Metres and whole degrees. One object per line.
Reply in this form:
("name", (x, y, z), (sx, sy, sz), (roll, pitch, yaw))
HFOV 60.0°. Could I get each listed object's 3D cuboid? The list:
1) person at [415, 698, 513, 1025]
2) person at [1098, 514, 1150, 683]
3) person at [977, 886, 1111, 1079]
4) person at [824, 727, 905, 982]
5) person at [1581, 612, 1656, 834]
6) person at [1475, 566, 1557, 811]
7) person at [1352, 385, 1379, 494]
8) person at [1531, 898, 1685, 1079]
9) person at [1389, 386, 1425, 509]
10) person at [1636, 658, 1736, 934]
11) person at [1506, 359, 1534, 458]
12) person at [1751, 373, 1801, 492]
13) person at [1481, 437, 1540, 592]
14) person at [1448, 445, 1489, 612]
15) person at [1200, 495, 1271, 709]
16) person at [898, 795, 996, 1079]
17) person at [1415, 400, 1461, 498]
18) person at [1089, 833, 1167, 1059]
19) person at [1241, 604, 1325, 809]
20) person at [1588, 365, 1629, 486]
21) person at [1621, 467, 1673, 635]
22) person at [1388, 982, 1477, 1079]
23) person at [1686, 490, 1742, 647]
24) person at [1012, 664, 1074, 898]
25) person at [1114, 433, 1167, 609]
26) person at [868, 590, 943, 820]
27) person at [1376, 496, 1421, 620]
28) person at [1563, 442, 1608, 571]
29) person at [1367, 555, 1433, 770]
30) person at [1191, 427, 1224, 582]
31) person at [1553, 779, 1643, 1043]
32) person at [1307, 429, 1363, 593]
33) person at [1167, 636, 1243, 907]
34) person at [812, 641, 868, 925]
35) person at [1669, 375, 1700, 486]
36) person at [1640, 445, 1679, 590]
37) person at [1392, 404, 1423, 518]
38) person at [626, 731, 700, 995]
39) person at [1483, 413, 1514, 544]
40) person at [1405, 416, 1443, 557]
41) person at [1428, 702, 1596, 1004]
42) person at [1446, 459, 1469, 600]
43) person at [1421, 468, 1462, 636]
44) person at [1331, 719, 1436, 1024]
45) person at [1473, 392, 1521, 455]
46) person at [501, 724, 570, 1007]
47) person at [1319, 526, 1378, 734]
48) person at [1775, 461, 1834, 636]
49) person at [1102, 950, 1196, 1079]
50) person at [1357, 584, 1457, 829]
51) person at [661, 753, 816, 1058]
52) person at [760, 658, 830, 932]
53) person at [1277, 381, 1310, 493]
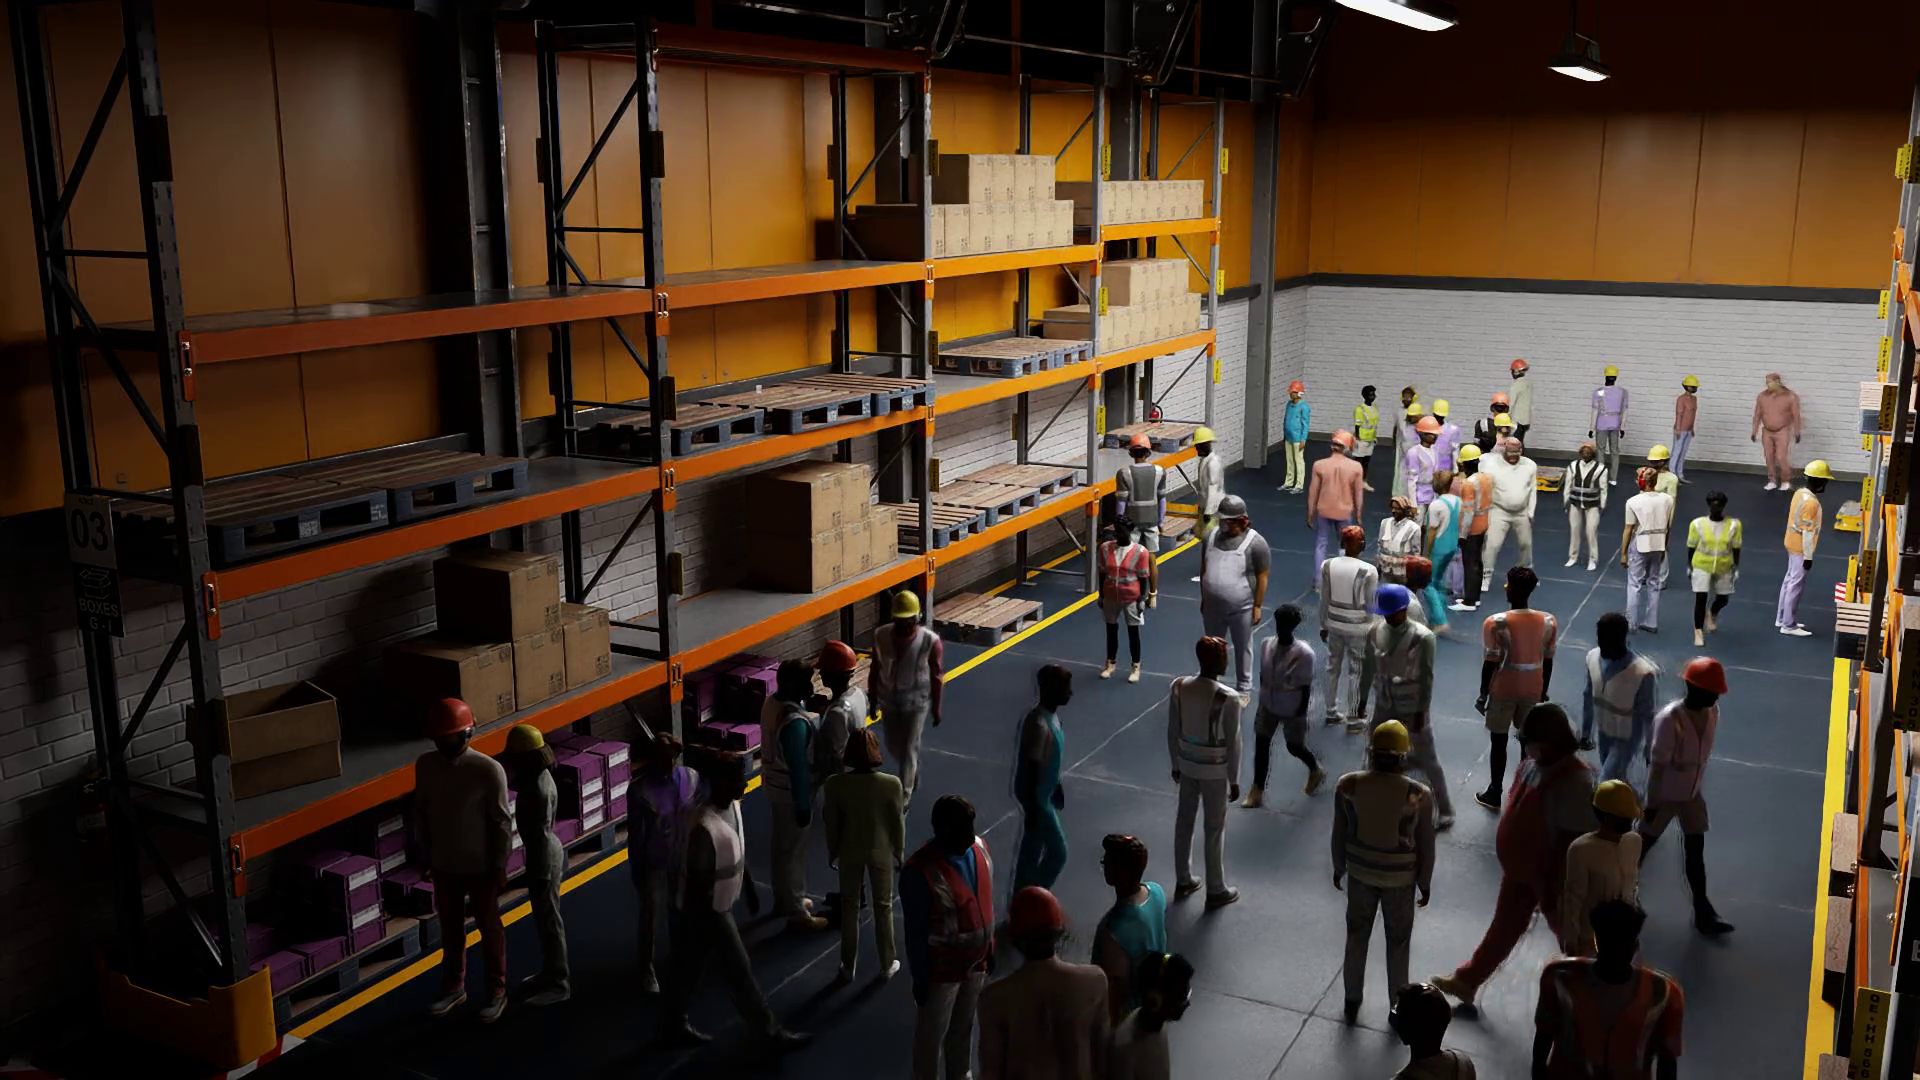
("person", (-2.930, 1.879, 9.796), (0.612, 1.995, 0.393), (4, 13, 17))
("person", (1.604, 0.567, 16.364), (0.533, 1.693, 0.319), (7, 14, 27))
("person", (0.382, 2.465, 7.318), (0.627, 1.946, 1.039), (-2, 13, -8))
("person", (-0.586, 1.949, 10.302), (0.499, 1.633, 0.289), (0, 13, 1))
("person", (4.866, 1.420, 12.163), (0.943, 1.873, 0.643), (-5, 14, -22))
("person", (4.350, 1.165, 13.059), (0.611, 1.966, 0.362), (-2, 13, -9))
("person", (6.321, -1.573, 25.927), (0.537, 1.695, 0.321), (-11, 16, -39))
("person", (2.850, 2.465, 7.375), (0.616, 1.904, 0.956), (4, 13, 17))
("person", (6.724, -1.409, 24.932), (0.510, 1.827, 0.904), (6, 14, 24))
("person", (4.785, 1.675, 10.997), (0.570, 1.887, 0.813), (-5, 14, -22))
("person", (8.987, -1.927, 26.865), (0.692, 1.981, 0.423), (-11, 17, -42))
("person", (12.790, -1.693, 26.083), (0.519, 1.867, 0.666), (-9, 16, -36))
("person", (6.608, -0.318, 19.947), (0.843, 1.871, 0.543), (0, 13, 1))
("person", (5.815, -0.133, 18.984), (0.392, 1.917, 0.589), (9, 15, 34))
("person", (2.517, 0.568, 15.564), (0.682, 2.000, 0.536), (9, 16, 35))
("person", (-0.031, 2.206, 8.681), (0.429, 1.845, 0.621), (10, 16, 39))
("person", (6.546, -0.981, 22.824), (0.589, 1.897, 0.486), (2, 13, 8))
("person", (0.822, 2.323, 8.146), (0.390, 1.846, 0.565), (6, 14, 26))
("person", (2.608, 1.291, 13.178), (0.719, 1.677, 0.541), (-12, 17, -42))
("person", (10.311, -1.817, 26.500), (0.590, 1.926, 0.388), (-1, 13, -2))
("person", (7.423, 0.126, 18.015), (0.561, 1.836, 0.395), (-3, 13, -14))
("person", (1.838, 2.653, 6.698), (0.502, 1.840, 0.346), (-10, 16, -37))
("person", (7.981, 0.276, 17.680), (0.540, 1.679, 0.526), (4, 13, 16))
("person", (0.550, 1.701, 10.968), (0.508, 1.826, 0.553), (2, 13, 9))
("person", (2.052, -0.206, 19.044), (0.605, 2.035, 0.392), (-3, 13, -12))
("person", (-0.416, 1.242, 13.074), (0.596, 1.805, 0.772), (4, 13, 19))
("person", (4.598, 0.339, 17.495), (0.307, 1.640, 0.518), (-11, 16, -39))
("person", (7.891, -0.437, 20.999), (0.530, 1.632, 0.316), (11, 17, 41))
("person", (3.778, 1.025, 13.930), (0.718, 1.855, 0.603), (-2, 13, -9))
("person", (3.078, -0.448, 20.404), (0.527, 1.911, 0.627), (0, 13, 0))
("person", (3.517, 2.148, 9.110), (0.523, 1.769, 0.316), (-6, 14, -24))
("person", (4.439, -0.312, 19.698), (0.638, 2.006, 0.540), (3, 13, 11))
("person", (1.679, 1.577, 11.407), (0.574, 1.881, 0.357), (12, 17, 42))
("person", (-0.800, 1.614, 11.112), (0.359, 1.939, 0.542), (3, 13, 11))
("person", (11.600, -1.756, 26.590), (0.526, 1.769, 0.328), (-10, 16, -38))
("person", (8.339, -0.269, 19.954), (0.335, 1.760, 0.526), (-6, 14, -25))
("person", (6.493, -1.116, 23.871), (0.499, 1.700, 0.819), (9, 15, 34))
("person", (-1.806, 1.963, 10.234), (0.523, 1.636, 0.310), (-11, 16, -40))
("person", (7.267, -0.833, 22.459), (0.314, 1.769, 0.523), (5, 14, 23))
("person", (5.674, -0.499, 20.340), (0.372, 2.044, 0.608), (11, 17, 42))
("person", (3.326, 1.870, 9.736), (1.004, 2.000, 0.698), (-2, 13, -7))
("person", (5.877, -0.165, 19.503), (0.352, 1.751, 0.537), (-3, 13, -14))
("person", (5.179, 0.125, 18.005), (0.536, 1.843, 0.431), (-10, 16, -38))
("person", (2.501, 1.952, 9.846), (0.601, 1.827, 0.404), (6, 14, 25))
("person", (7.268, -0.994, 22.601), (0.613, 2.028, 0.409), (3, 13, 11))
("person", (-2.574, 1.948, 10.089), (0.324, 1.731, 0.490), (-5, 14, -21))
("person", (3.482, 0.797, 14.924), (0.363, 1.879, 0.583), (-12, 17, -42))
("person", (9.164, 0.083, 18.033), (0.407, 1.917, 0.583), (4, 13, 16))
("person", (0.654, 2.570, 7.054), (0.629, 1.842, 0.531), (7, 14, 28))
("person", (3.432, 1.262, 12.757), (0.590, 1.916, 0.829), (-12, 17, -43))
("person", (-1.296, 2.063, 9.416), (0.961, 1.791, 0.587), (1, 13, 6))
("person", (-1.103, 1.677, 11.058), (0.430, 1.841, 0.624), (-5, 13, -20))
("person", (5.218, -1.613, 25.970), (0.322, 1.755, 0.563), (-6, 14, -25))
